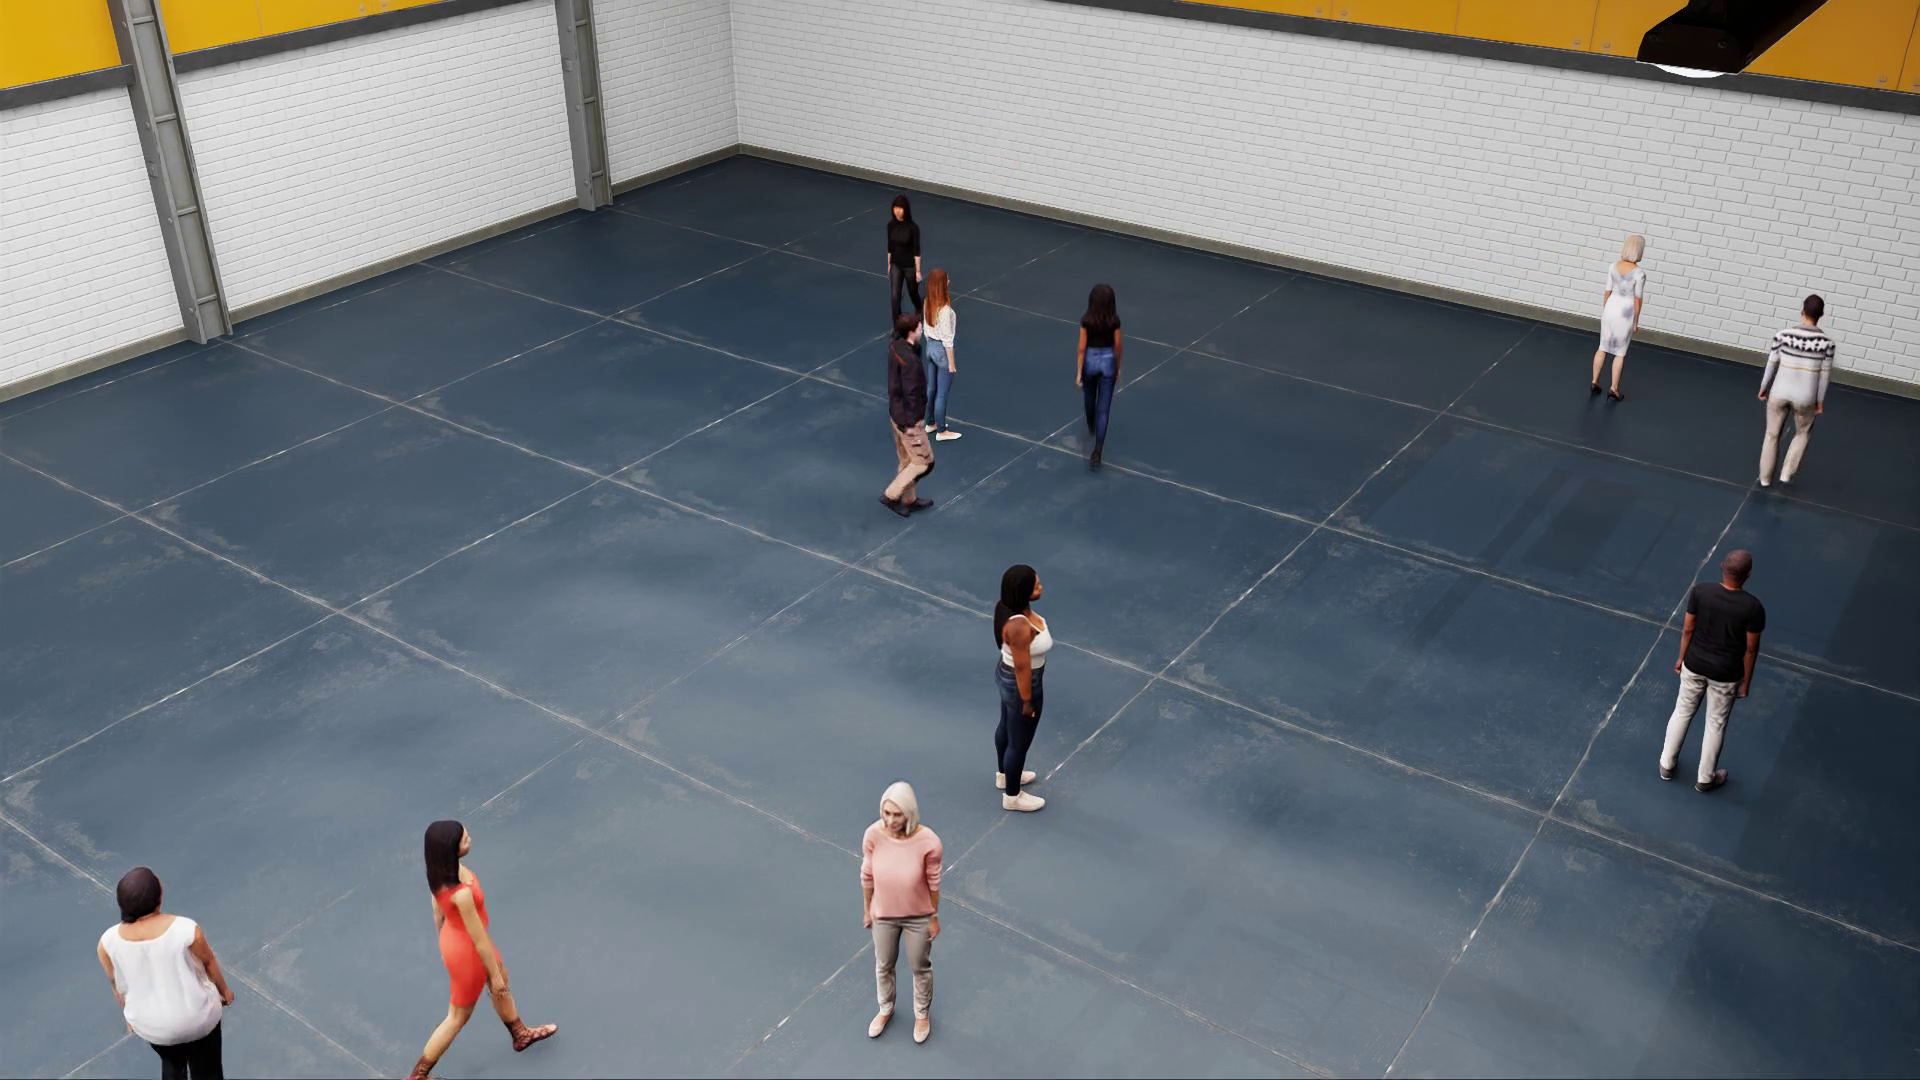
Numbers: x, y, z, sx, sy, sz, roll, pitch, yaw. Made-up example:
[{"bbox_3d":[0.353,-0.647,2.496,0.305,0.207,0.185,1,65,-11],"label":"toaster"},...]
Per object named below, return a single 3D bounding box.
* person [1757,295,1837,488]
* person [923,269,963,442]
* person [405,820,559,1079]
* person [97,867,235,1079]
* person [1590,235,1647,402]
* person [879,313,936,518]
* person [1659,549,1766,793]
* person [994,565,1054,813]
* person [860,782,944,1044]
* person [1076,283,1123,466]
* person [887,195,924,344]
[{"bbox_3d":[7.574,-1.301,15.121,0.733,1.852,0.631,16,32,26],"label":"person"},{"bbox_3d":[-0.202,-1.817,16.196,0.637,1.729,0.651,-16,32,-26],"label":"person"},{"bbox_3d":[-2.692,2.240,8.802,1.191,1.687,0.850,-19,34,-31],"label":"person"},{"bbox_3d":[-4.034,2.408,8.505,0.767,1.677,0.808,-2,29,-4],"label":"person"},{"bbox_3d":[6.753,-2.281,17.024,0.586,1.751,0.616,-21,35,-34],"label":"person"},{"bbox_3d":[-0.535,-1.077,14.645,0.967,1.914,0.903,-11,31,-19],"label":"person"},{"bbox_3d":[5.058,0.874,11.184,0.664,1.805,0.614,22,35,34],"label":"person"},{"bbox_3d":[0.375,0.960,11.021,0.806,1.810,0.741,-4,29,-7],"label":"person"},{"bbox_3d":[-0.312,2.032,9.144,0.676,1.724,0.658,5,29,10],"label":"person"},{"bbox_3d":[1.324,-1.534,15.726,1.030,1.682,1.251,1,29,2],"label":"person"},{"bbox_3d":[-0.587,-3.064,18.605,0.794,1.611,1.116,9,30,16],"label":"person"}]
